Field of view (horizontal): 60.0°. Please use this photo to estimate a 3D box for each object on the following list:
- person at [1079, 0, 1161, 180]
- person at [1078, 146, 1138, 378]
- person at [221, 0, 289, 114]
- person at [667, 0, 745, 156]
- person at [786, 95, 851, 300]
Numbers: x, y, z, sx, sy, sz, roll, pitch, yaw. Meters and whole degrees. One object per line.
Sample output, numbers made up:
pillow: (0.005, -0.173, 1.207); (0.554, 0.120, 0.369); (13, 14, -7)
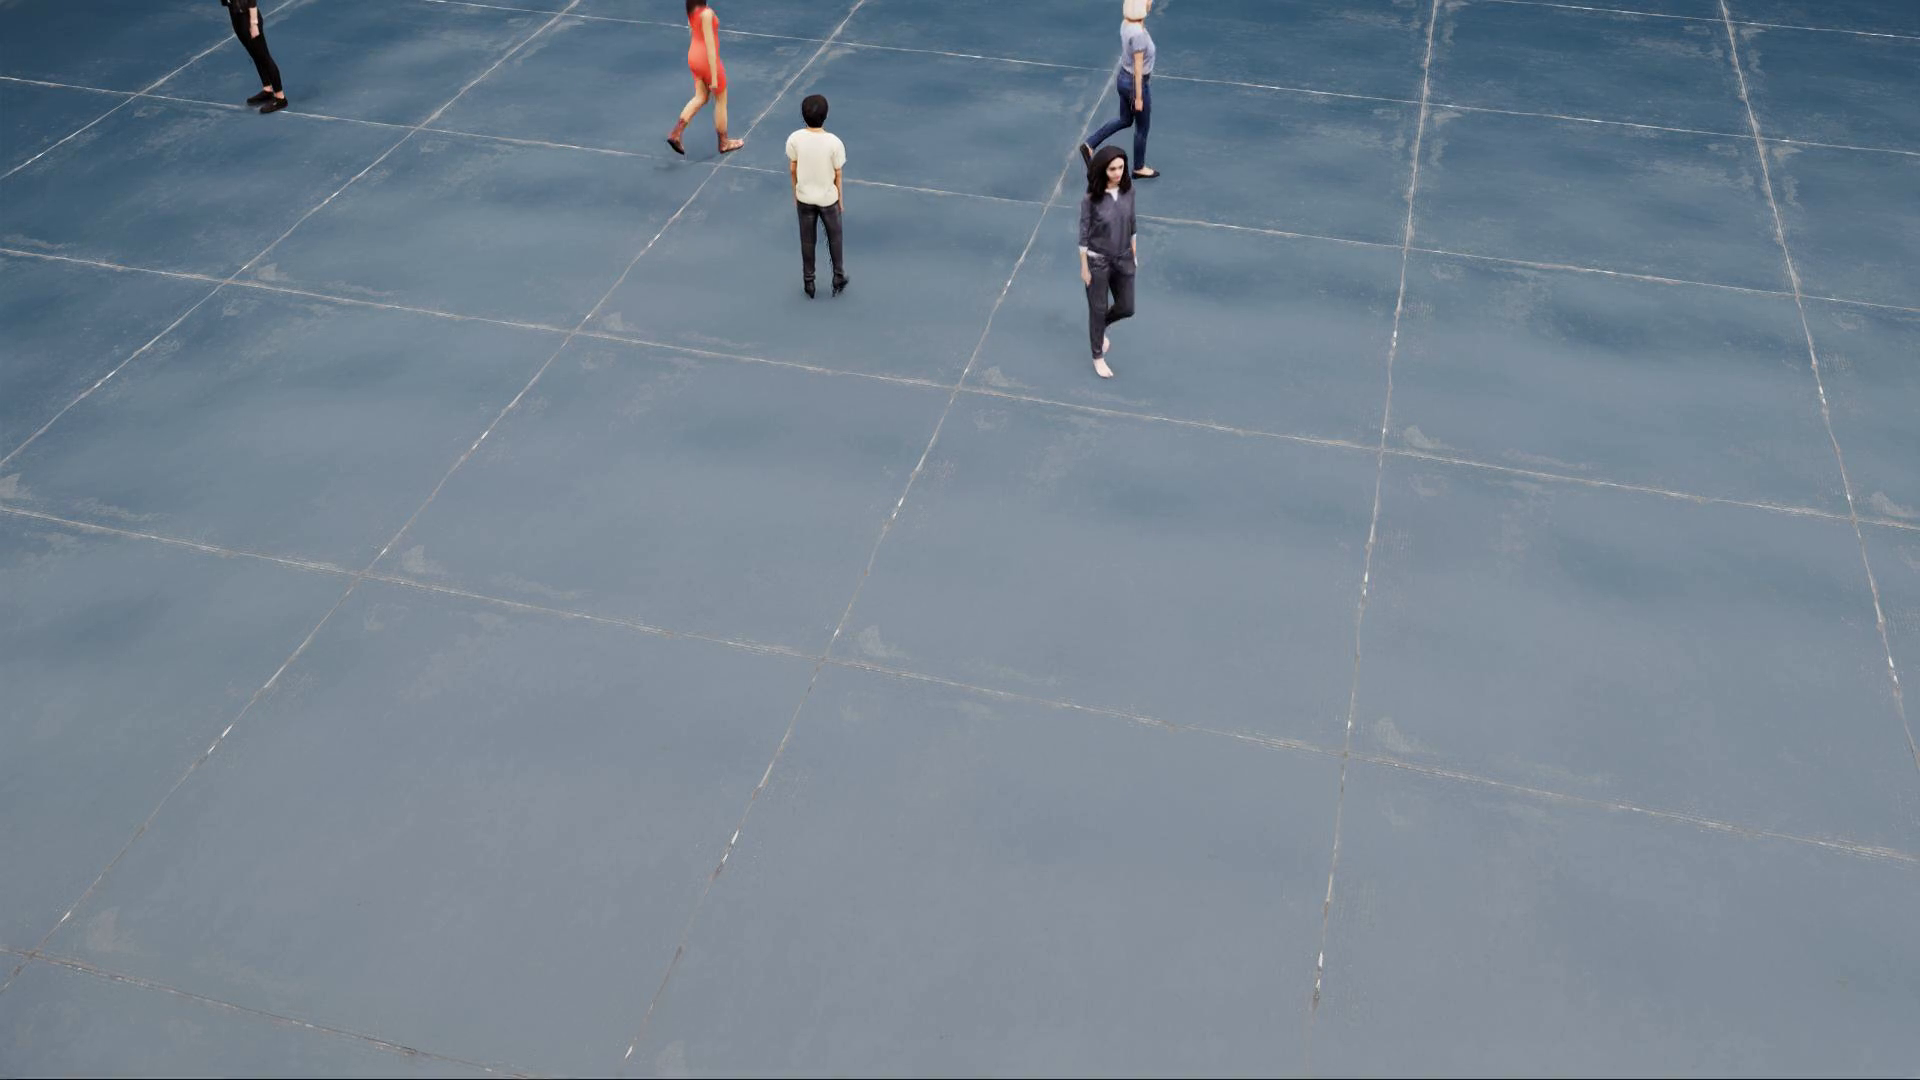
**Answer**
person: (1.388, -3.844, 14.086); (0.883, 1.704, 0.969); (-6, 38, -7)
person: (0.987, -1.995, 11.688); (0.783, 1.748, 0.841); (-16, 41, -20)
person: (-6.565, -4.820, 15.330); (0.713, 1.710, 0.693); (-29, 46, -32)
person: (-2.282, -4.103, 14.422); (1.049, 1.699, 0.934); (-24, 44, -28)
person: (-1.078, -2.570, 12.558); (0.631, 1.582, 0.625); (2, 38, 2)
